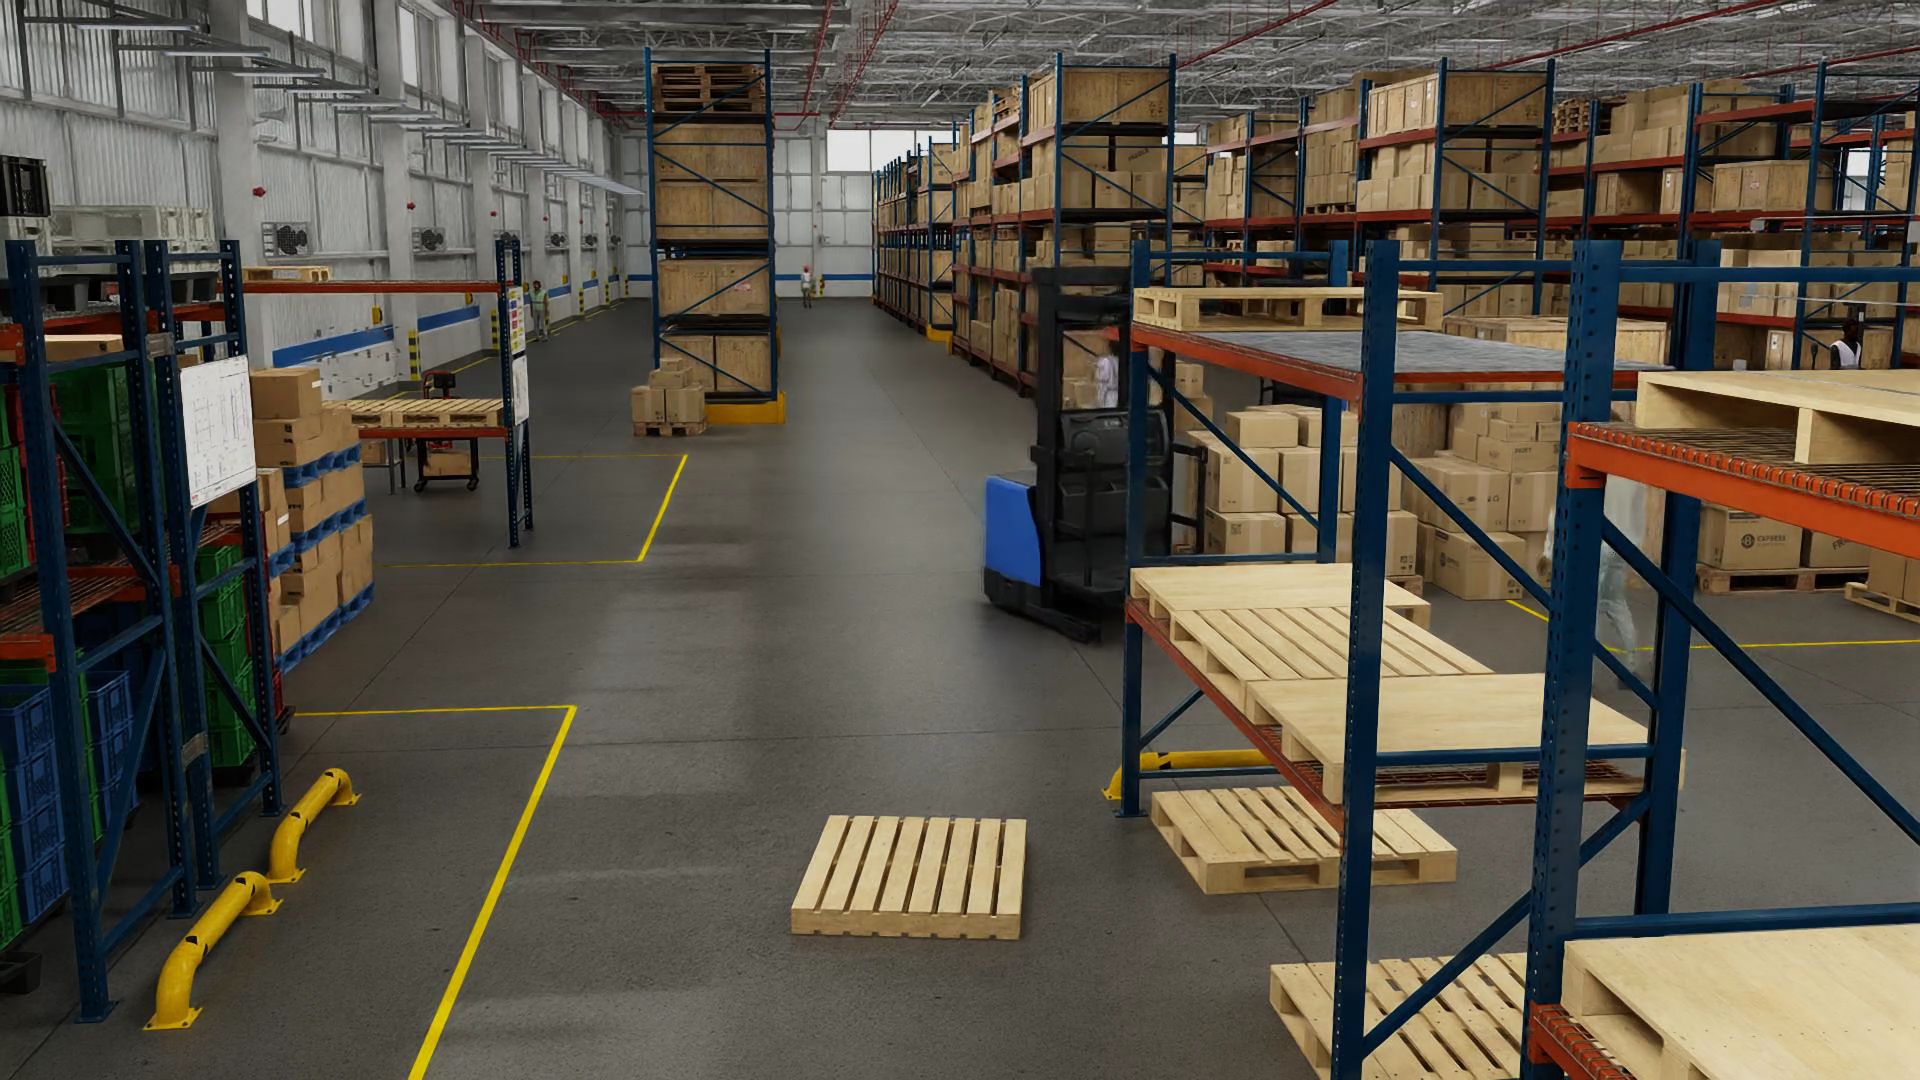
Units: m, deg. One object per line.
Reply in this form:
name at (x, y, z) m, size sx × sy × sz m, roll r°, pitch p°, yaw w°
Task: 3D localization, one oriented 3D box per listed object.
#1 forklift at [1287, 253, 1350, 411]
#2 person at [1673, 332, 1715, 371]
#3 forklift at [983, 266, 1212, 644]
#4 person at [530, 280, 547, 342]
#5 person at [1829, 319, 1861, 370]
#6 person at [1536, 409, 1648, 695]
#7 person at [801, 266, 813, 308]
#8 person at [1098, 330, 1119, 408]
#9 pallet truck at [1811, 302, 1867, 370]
forklift at (5.714, -3.212, 26.729) m, size 1.129 × 2.768 × 1.873 m, roll 8°, pitch 13°, yaw 37°
person at (11.488, -2.643, 26.096) m, size 0.426 × 1.981 × 0.629 m, roll -9°, pitch 14°, yaw -41°
forklift at (1.036, -0.767, 13.185) m, size 1.129 × 2.768 × 1.873 m, roll -5°, pitch 11°, yaw -25°
person at (-12.584, -6.840, 49.744) m, size 0.561 × 1.836 × 0.394 m, roll 3°, pitch 11°, yaw 16°
person at (12.585, -2.185, 23.704) m, size 0.597 × 1.917 × 0.378 m, roll -6°, pitch 12°, yaw -31°
person at (4.246, 0.098, 11.078) m, size 0.809 × 1.923 × 0.451 m, roll -4°, pitch 11°, yaw -23°
person at (-6.848, -11.332, 74.471) m, size 0.554 × 1.901 × 0.975 m, roll -3°, pitch 11°, yaw -15°
person at (2.042, -1.770, 21.498) m, size 0.978 × 1.881 × 0.567 m, roll 5°, pitch 11°, yaw 26°
pallet truck at (15.846, -3.142, 28.793) m, size 1.885 × 1.965 × 0.823 m, roll 2°, pitch 10°, yaw 12°
